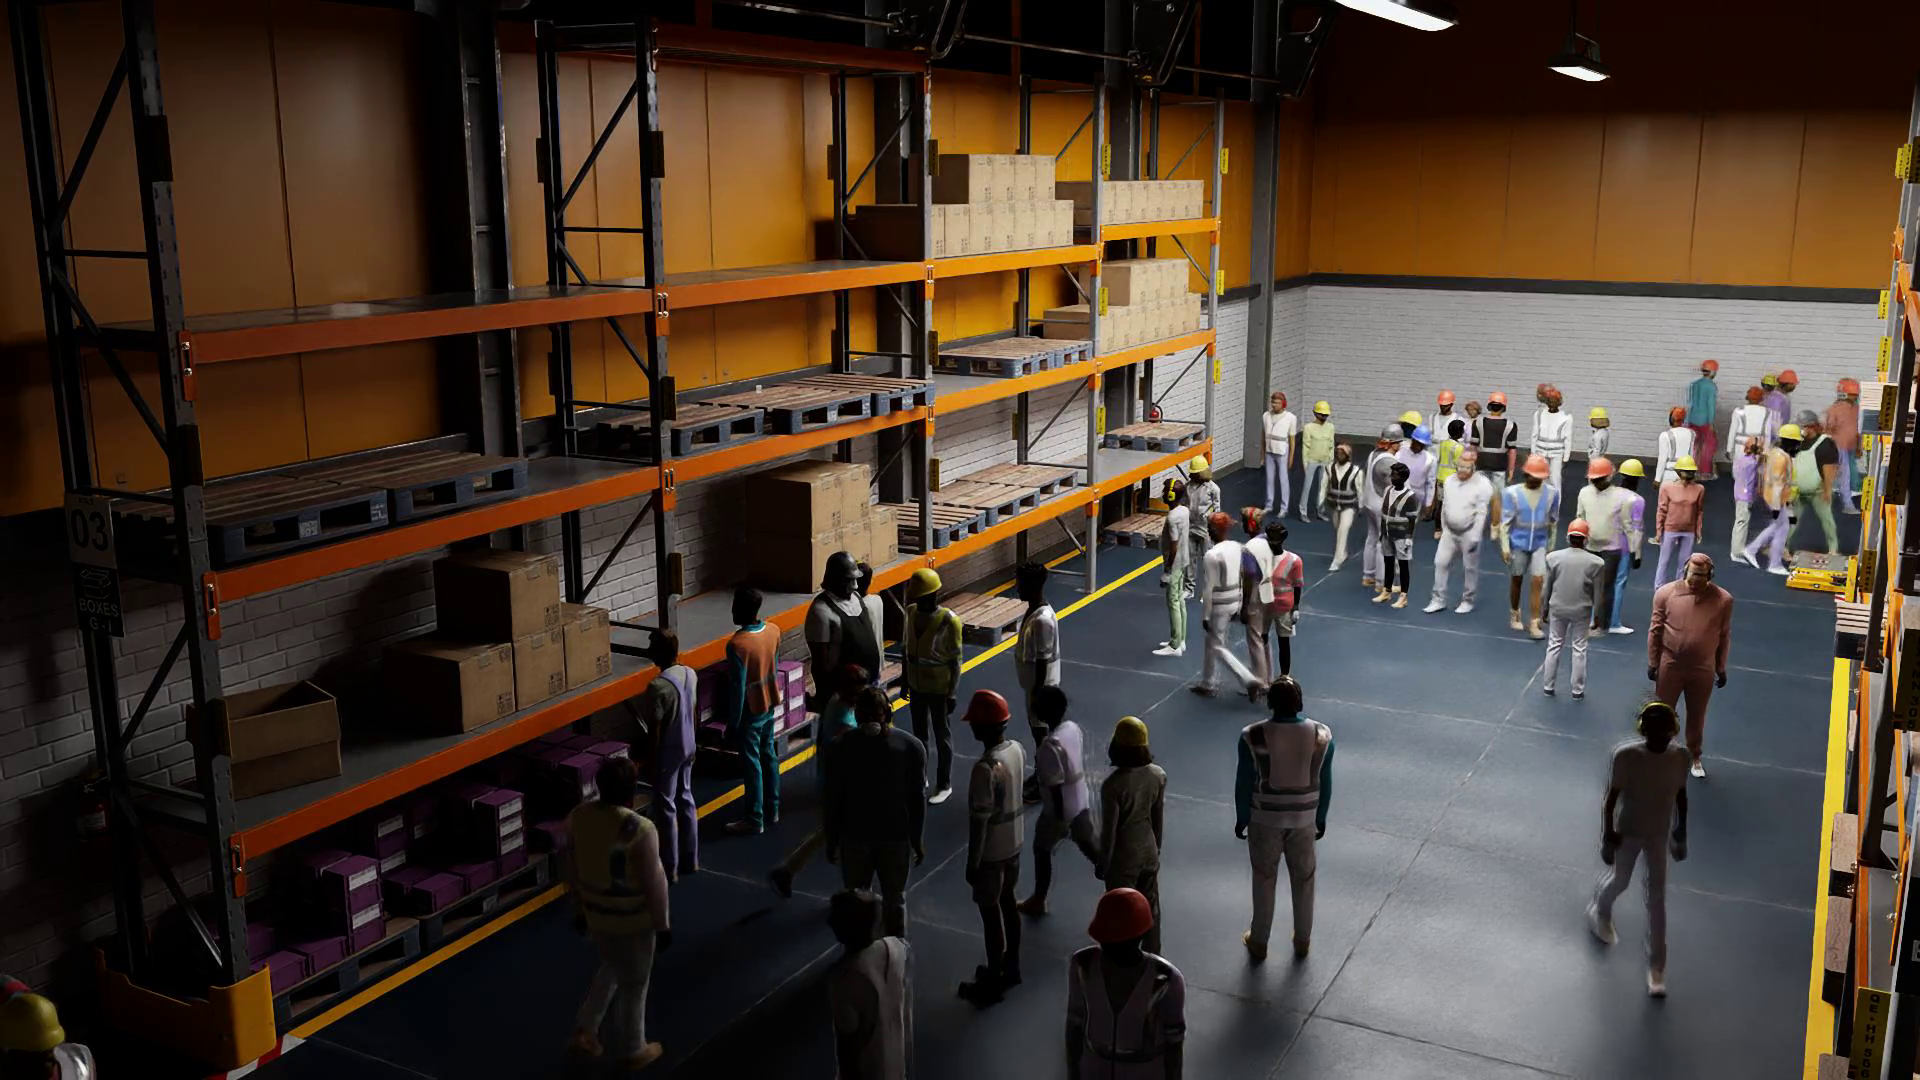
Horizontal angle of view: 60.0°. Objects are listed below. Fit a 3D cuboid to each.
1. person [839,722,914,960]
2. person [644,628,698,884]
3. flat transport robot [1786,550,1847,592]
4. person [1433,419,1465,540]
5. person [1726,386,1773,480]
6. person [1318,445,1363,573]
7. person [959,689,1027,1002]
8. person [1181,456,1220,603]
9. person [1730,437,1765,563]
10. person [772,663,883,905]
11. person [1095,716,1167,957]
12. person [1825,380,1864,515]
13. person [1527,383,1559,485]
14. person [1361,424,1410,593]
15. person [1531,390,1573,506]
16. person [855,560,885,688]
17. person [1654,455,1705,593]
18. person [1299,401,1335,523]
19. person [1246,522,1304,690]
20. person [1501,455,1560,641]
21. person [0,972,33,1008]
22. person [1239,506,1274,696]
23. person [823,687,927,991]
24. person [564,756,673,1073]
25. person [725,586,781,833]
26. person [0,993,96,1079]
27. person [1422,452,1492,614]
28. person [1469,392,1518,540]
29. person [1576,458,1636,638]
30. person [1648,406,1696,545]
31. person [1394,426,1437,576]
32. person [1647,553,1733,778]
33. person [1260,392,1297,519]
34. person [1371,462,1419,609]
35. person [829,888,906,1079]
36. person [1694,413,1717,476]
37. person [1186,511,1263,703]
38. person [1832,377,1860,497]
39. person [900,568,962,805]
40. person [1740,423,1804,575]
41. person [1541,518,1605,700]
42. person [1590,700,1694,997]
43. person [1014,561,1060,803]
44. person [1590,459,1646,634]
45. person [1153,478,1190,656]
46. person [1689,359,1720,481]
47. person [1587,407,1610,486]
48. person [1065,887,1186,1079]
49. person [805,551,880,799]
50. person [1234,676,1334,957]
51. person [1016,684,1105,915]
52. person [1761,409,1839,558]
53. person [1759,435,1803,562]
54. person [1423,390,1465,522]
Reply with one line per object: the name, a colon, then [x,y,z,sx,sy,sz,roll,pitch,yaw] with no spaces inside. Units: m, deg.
person: [-0.526,1.852,10.480,0.521,1.753,0.379,-5,14,-22]
person: [-2.050,1.519,11.780,0.355,1.836,0.514,6,14,25]
flat transport robot: [10.573,0.372,20.441,0.652,0.197,1.431,7,14,29]
person: [6.620,-0.790,22.443,0.320,1.691,0.536,-3,13,-11]
person: [11.617,-1.331,24.452,0.581,1.866,0.683,1,13,4]
person: [4.821,-0.430,21.048,0.540,1.592,0.876,8,15,33]
person: [0.187,1.843,10.108,0.387,1.931,0.543,7,14,27]
person: [2.777,-0.124,19.359,0.490,1.733,0.334,10,16,37]
person: [10.098,-0.519,21.360,0.315,1.632,0.523,4,13,17]
person: [-0.859,1.673,11.193,0.751,1.797,0.617,-2,13,-11]
person: [1.032,1.919,10.187,0.484,1.744,0.296,-8,15,-33]
person: [13.038,-1.405,24.601,0.623,1.958,0.973,-4,13,-19]
person: [8.624,-1.405,24.756,0.494,1.892,0.706,6,14,25]
person: [5.111,-0.396,19.882,0.536,2.000,0.687,-2,13,-9]
person: [8.507,-1.227,23.971,0.575,1.880,0.358,10,16,39]
person: [-0.792,1.086,13.649,0.334,1.865,0.517,4,13,19]
person: [8.294,-0.101,19.176,0.533,1.770,0.304,0,13,2]
person: [5.115,-1.113,23.739,0.526,1.758,0.342,-4,13,-19]
person: [3.012,0.651,15.969,0.541,1.696,0.316,8,15,31]
person: [6.121,0.073,17.865,0.620,1.998,0.889,2,13,8]
person: [-4.312,2.529,7.262,0.640,1.836,0.430,1,13,3]
person: [2.860,0.588,15.966,0.412,1.831,0.580,8,15,31]
person: [-0.519,1.824,10.171,0.635,1.938,0.361,0,13,-1]
person: [-1.882,2.090,9.236,0.638,1.832,0.454,9,15,35]
person: [-1.571,1.282,12.640,0.392,1.922,0.591,6,14,25]
person: [-3.673,2.660,6.690,0.403,1.824,0.594,7,14,28]
person: [5.601,-0.054,18.749,0.784,1.870,0.636,-11,17,-41]
person: [7.246,-1.009,22.659,0.613,2.031,0.403,4,13,18]
person: [7.061,0.044,18.124,0.840,1.958,0.668,-11,16,-40]
person: [9.551,-0.858,22.308,0.576,1.882,0.355,-5,14,-23]
person: [5.521,-0.464,20.502,0.654,1.904,0.635,1,13,7]
person: [6.037,1.035,13.795,0.639,1.902,0.406,3,13,14]
person: [4.622,-1.236,24.113,0.390,1.836,0.561,-12,17,-42]
person: [5.022,-0.057,19.142,0.319,1.697,0.532,-7,14,-29]
person: [-0.405,2.455,7.696,0.980,1.800,0.530,10,16,38]
person: [12.129,-1.789,27.152,0.606,1.605,0.526,1,13,5]
person: [2.512,0.650,15.643,0.796,1.858,0.583,10,16,38]
person: [13.612,-1.575,25.551,0.656,1.867,0.663,0,13,2]
person: [-0.254,1.151,13.238,0.585,1.917,0.381,10,16,39]
person: [10.171,-0.524,20.765,0.631,1.907,0.612,5,14,22]
person: [5.835,0.651,15.863,0.566,1.744,0.350,7,14,28]
person: [4.297,1.830,10.451,0.581,1.816,0.972,1,13,6]
person: [0.611,1.124,13.278,0.369,1.958,0.598,-1,13,-6]
person: [7.198,0.065,18.124,0.427,1.913,0.600,-6,14,-25]
person: [2.200,0.280,17.238,0.328,1.874,0.521,5,14,22]
person: [12.040,-1.923,26.845,0.727,1.975,0.659,-2,13,-10]
person: [8.882,-0.993,23.258,0.318,1.736,0.485,8,15,32]
person: [0.722,2.441,7.418,0.547,1.934,0.376,5,14,21]
person: [-0.900,1.077,13.288,0.538,2.000,0.685,6,14,24]
person: [2.052,1.770,10.644,0.623,1.841,0.430,-1,13,-3]
person: [0.781,1.766,11.072,0.844,1.661,0.555,6,14,27]
person: [11.001,-0.749,21.464,0.962,2.000,0.702,-5,14,-22]
person: [10.658,-0.582,21.542,0.543,1.682,0.649,-5,14,-22]
person: [6.874,-1.181,23.663,0.547,1.929,0.386,12,17,43]
